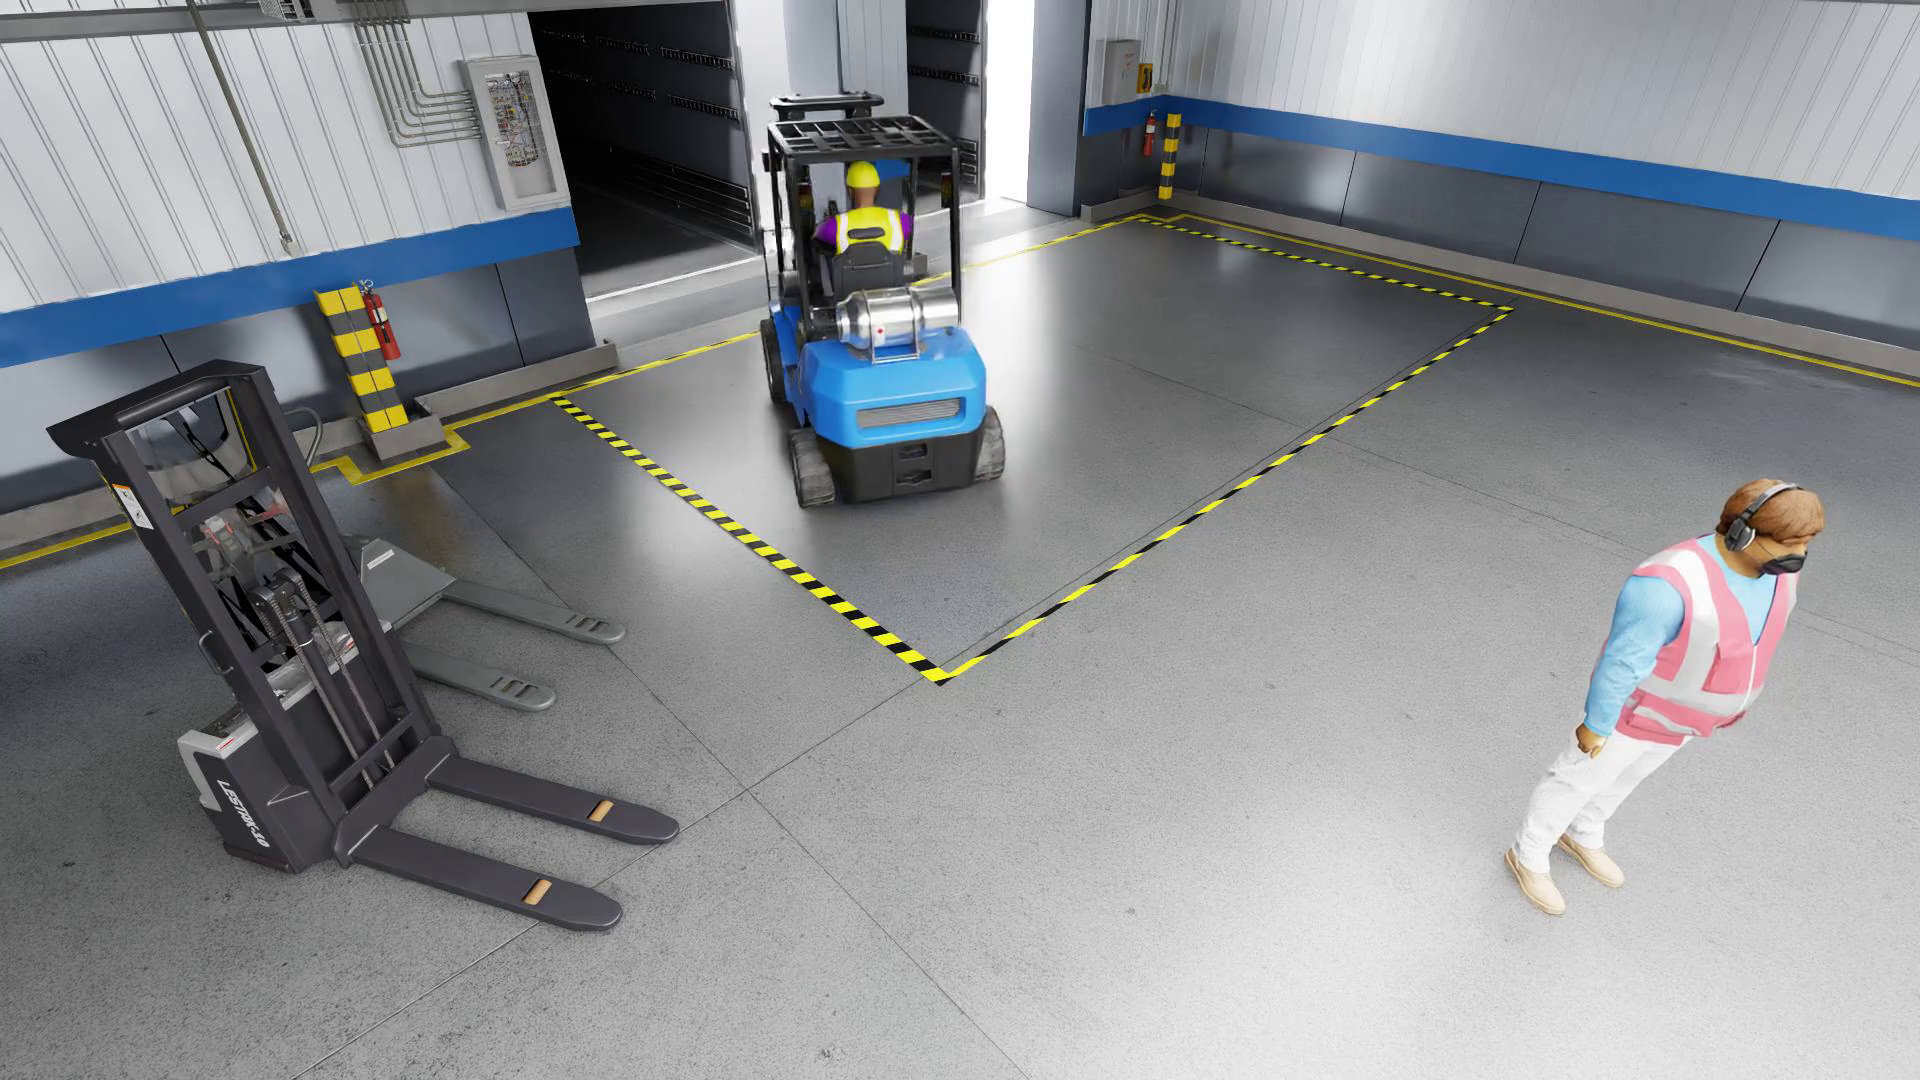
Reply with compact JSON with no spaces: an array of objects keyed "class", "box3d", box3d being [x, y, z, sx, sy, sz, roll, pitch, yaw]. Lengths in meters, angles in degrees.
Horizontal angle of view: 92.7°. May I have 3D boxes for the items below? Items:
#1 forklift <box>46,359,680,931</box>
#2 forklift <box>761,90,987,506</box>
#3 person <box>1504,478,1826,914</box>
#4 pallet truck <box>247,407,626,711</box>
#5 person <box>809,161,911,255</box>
[{"class":"forklift","box3d":[-2.135,0.422,3.354,1.885,1.965,0.823,10,35,14]},{"class":"forklift","box3d":[-0.662,-1.768,6.258,1.157,2.036,2.680,-9,35,-14]},{"class":"person","box3d":[2.460,0.593,3.240,0.623,1.843,0.431,-11,36,-15]},{"class":"pallet truck","box3d":[-2.628,0.038,4.590,1.601,1.201,0.680,12,36,18]},{"class":"person","box3d":[-0.671,-1.956,6.202,0.635,1.294,1.004,-9,35,-14]}]
